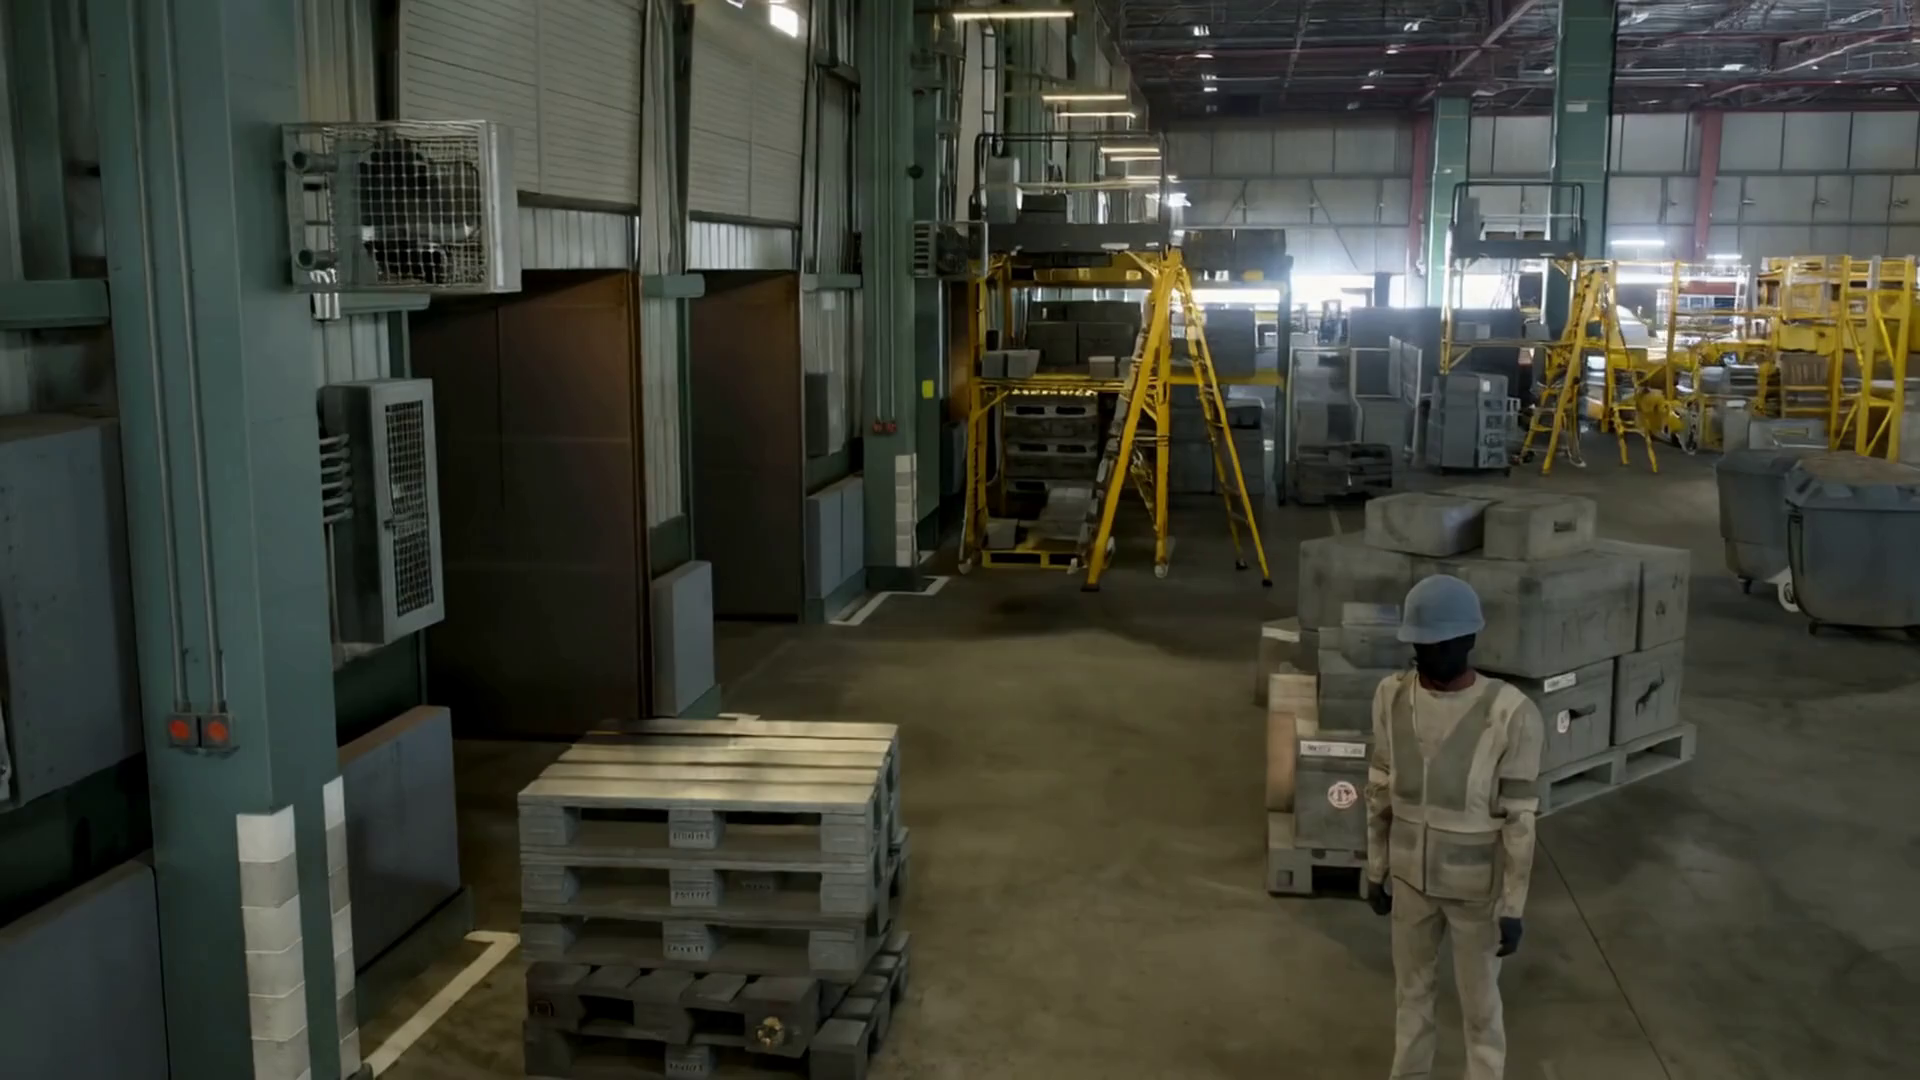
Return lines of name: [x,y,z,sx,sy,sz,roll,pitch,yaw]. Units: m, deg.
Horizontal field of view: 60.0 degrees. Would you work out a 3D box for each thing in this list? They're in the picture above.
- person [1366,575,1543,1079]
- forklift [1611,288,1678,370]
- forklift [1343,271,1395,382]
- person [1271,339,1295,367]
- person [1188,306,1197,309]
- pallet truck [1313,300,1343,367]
person: [1.518,1.052,5.247,0.398,1.919,0.586,-9,13,-43]
forklift: [19.151,-6.161,46.761,1.873,2.768,1.129,-3,10,-17]
forklift: [10.651,-5.394,42.034,1.873,2.768,1.129,1,9,9]
person: [7.163,-3.918,36.878,0.527,1.599,0.870,6,11,34]
person: [6.164,-5.307,44.441,0.390,1.927,0.545,5,11,29]
pallet truck: [11.159,-6.200,49.718,0.823,1.965,1.885,4,10,26]
